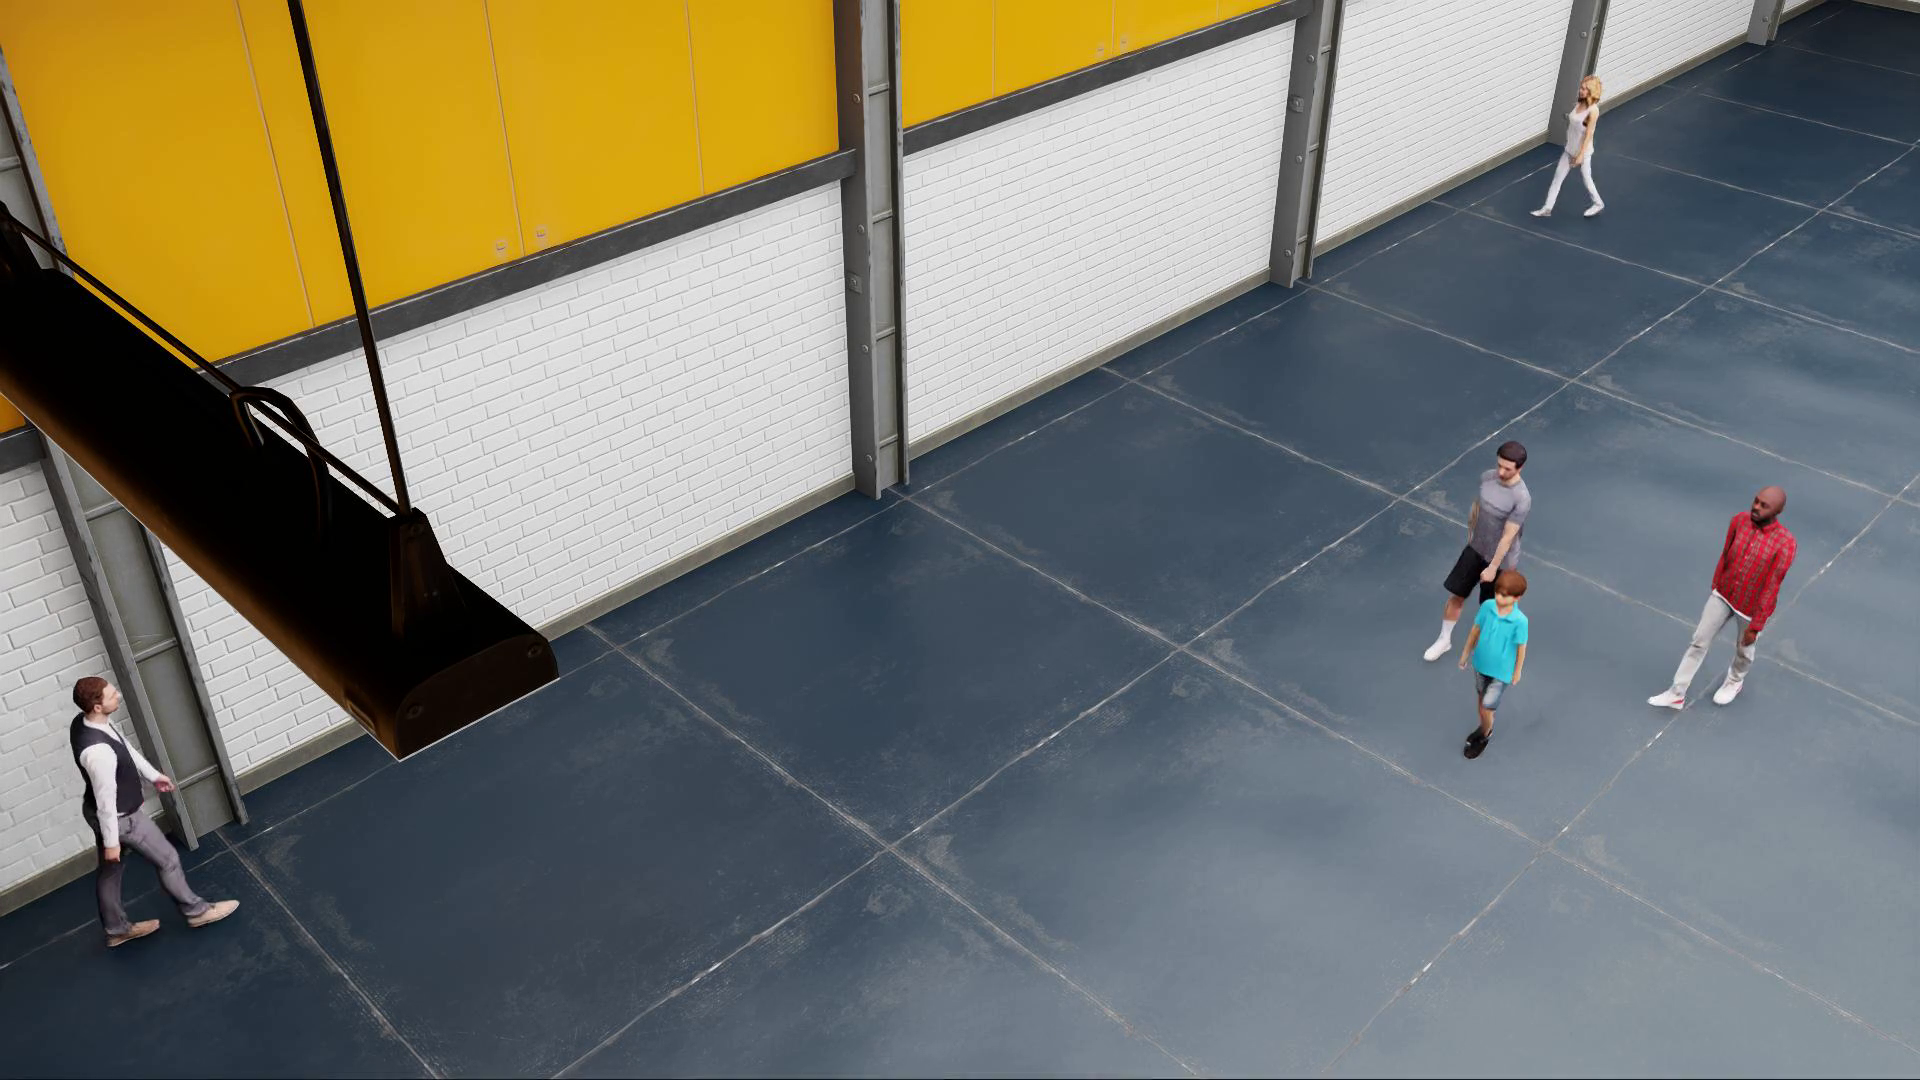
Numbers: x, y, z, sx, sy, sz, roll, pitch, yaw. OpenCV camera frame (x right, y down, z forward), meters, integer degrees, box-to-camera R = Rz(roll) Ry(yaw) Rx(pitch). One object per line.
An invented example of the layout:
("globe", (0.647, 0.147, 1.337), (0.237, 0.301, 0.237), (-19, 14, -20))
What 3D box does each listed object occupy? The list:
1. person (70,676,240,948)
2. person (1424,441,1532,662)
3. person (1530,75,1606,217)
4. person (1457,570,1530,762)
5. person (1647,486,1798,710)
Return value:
("person", (-4.968, 1.613, 9.572), (1.015, 1.905, 0.757), (-22, 40, -30))
("person", (3.887, 0.083, 11.923), (1.098, 1.851, 0.812), (-15, 37, -22))
("person", (7.131, -4.433, 18.915), (1.180, 1.631, 1.000), (-6, 34, -9))
("person", (3.649, 0.800, 11.219), (0.642, 1.435, 0.572), (-21, 39, -29))
("person", (5.472, 0.396, 11.510), (1.156, 1.788, 0.831), (-21, 39, -28))
